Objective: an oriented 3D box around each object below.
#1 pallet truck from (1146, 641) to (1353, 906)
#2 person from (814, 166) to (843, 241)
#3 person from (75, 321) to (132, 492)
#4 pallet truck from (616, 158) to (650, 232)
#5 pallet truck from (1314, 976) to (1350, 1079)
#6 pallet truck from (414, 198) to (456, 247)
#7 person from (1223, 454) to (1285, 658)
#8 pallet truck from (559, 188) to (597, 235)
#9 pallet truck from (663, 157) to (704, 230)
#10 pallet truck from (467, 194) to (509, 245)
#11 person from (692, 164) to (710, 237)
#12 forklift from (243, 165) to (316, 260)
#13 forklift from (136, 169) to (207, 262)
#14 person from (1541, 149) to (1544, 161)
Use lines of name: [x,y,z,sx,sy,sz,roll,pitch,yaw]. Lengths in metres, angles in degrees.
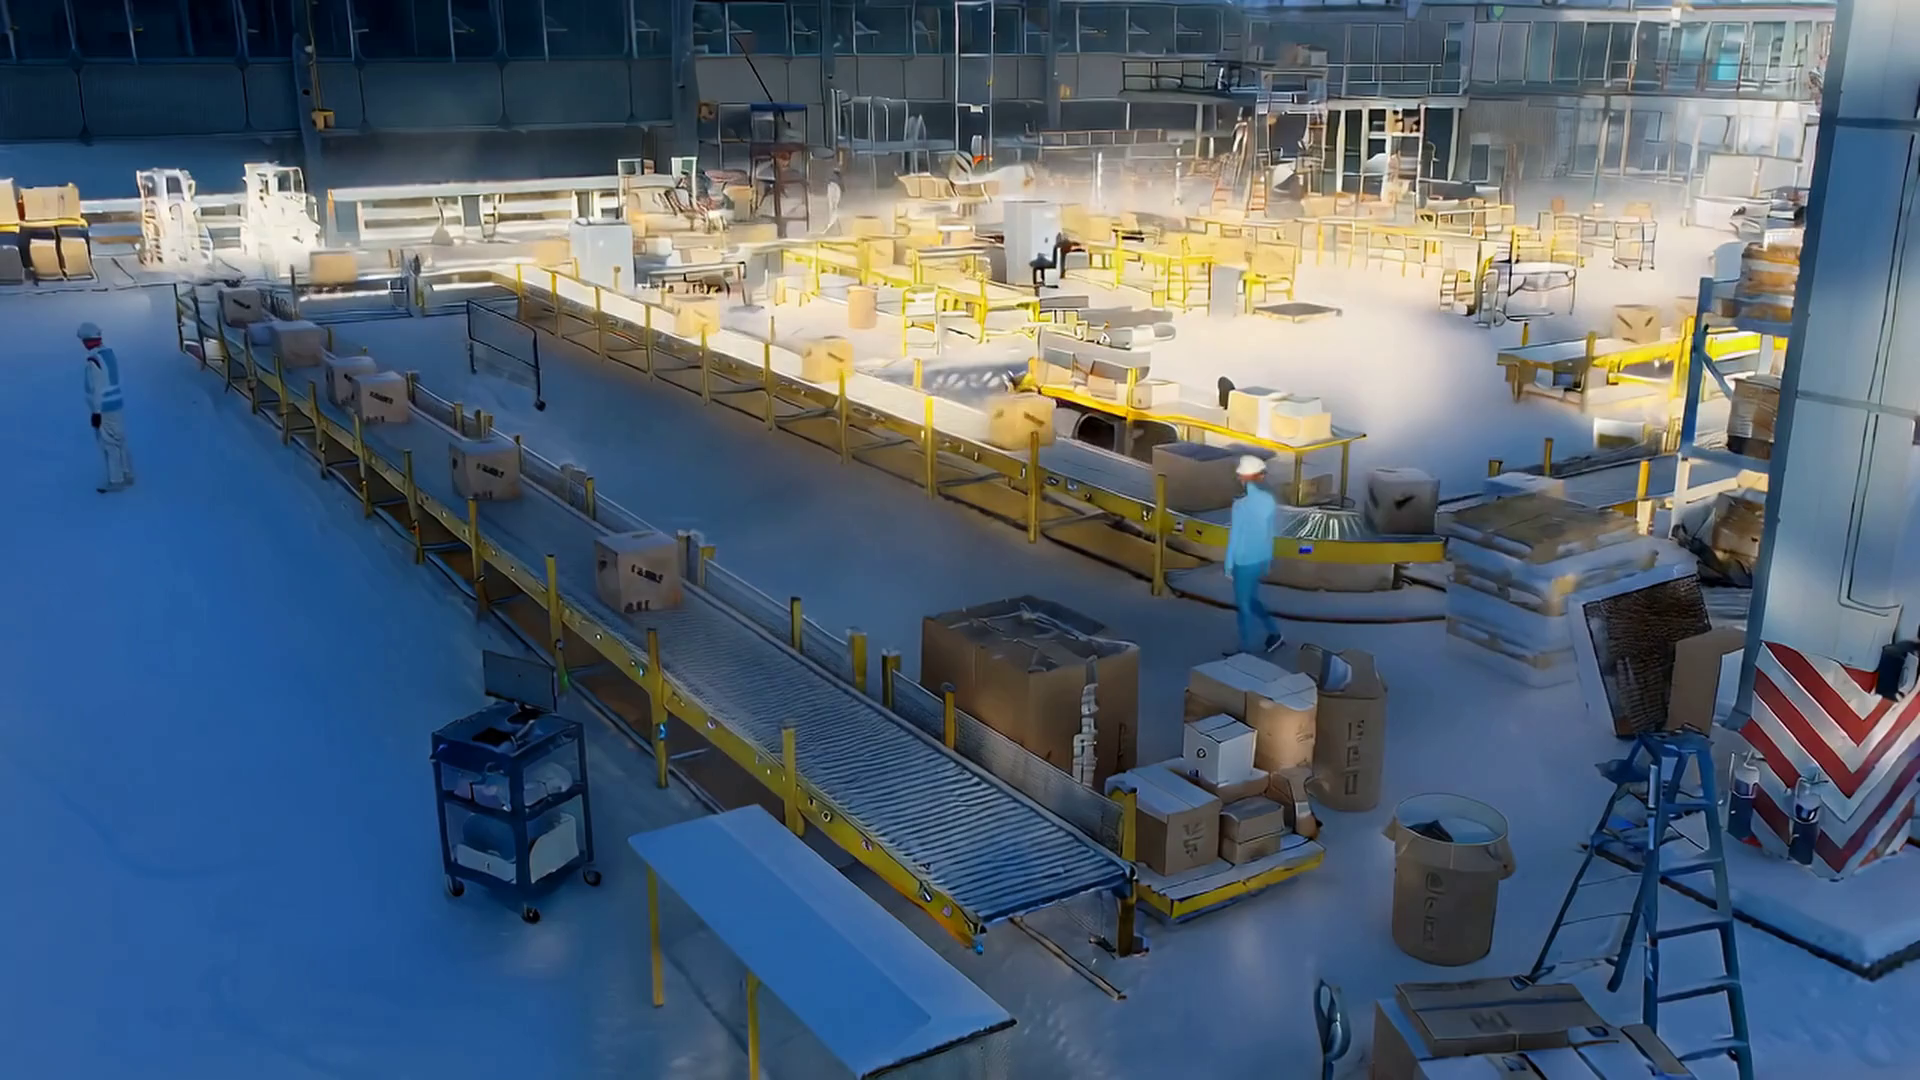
pallet truck: [1.664,1.407,10.232,1.630,1.274,0.653,-10,20,-31]
person: [-3.162,-8.232,41.100,0.961,2.014,0.609,0,17,1]
person: [-9.696,-1.516,18.850,0.387,1.947,0.604,-2,17,-6]
pallet truck: [-8.918,-9.176,44.255,0.823,1.965,1.885,-9,19,-27]
pallet truck: [2.299,2.390,7.086,1.601,1.201,0.680,-2,17,-7]
pallet truck: [-13.250,-8.060,41.856,0.680,1.201,1.601,-10,20,-31]
person: [2.382,0.171,13.574,0.434,1.757,0.535,15,22,41]
pallet truck: [-10.010,-8.652,43.699,0.653,1.274,1.630,-10,20,-31]
pallet truck: [-7.586,-9.308,44.692,0.823,1.965,1.885,-11,20,-33]
pallet truck: [-11.983,-8.177,42.137,0.704,1.261,1.522,-11,20,-33]
person: [-6.760,-8.797,43.152,0.401,1.904,0.650,-14,22,-40]
forklift: [-15.898,-7.669,38.708,1.157,1.987,2.680,-11,20,-33]
forklift: [-17.842,-7.318,37.559,1.157,1.987,2.680,-10,20,-31]
person: [21.830,-14.488,62.556,0.496,1.624,0.287,9,19,28]
